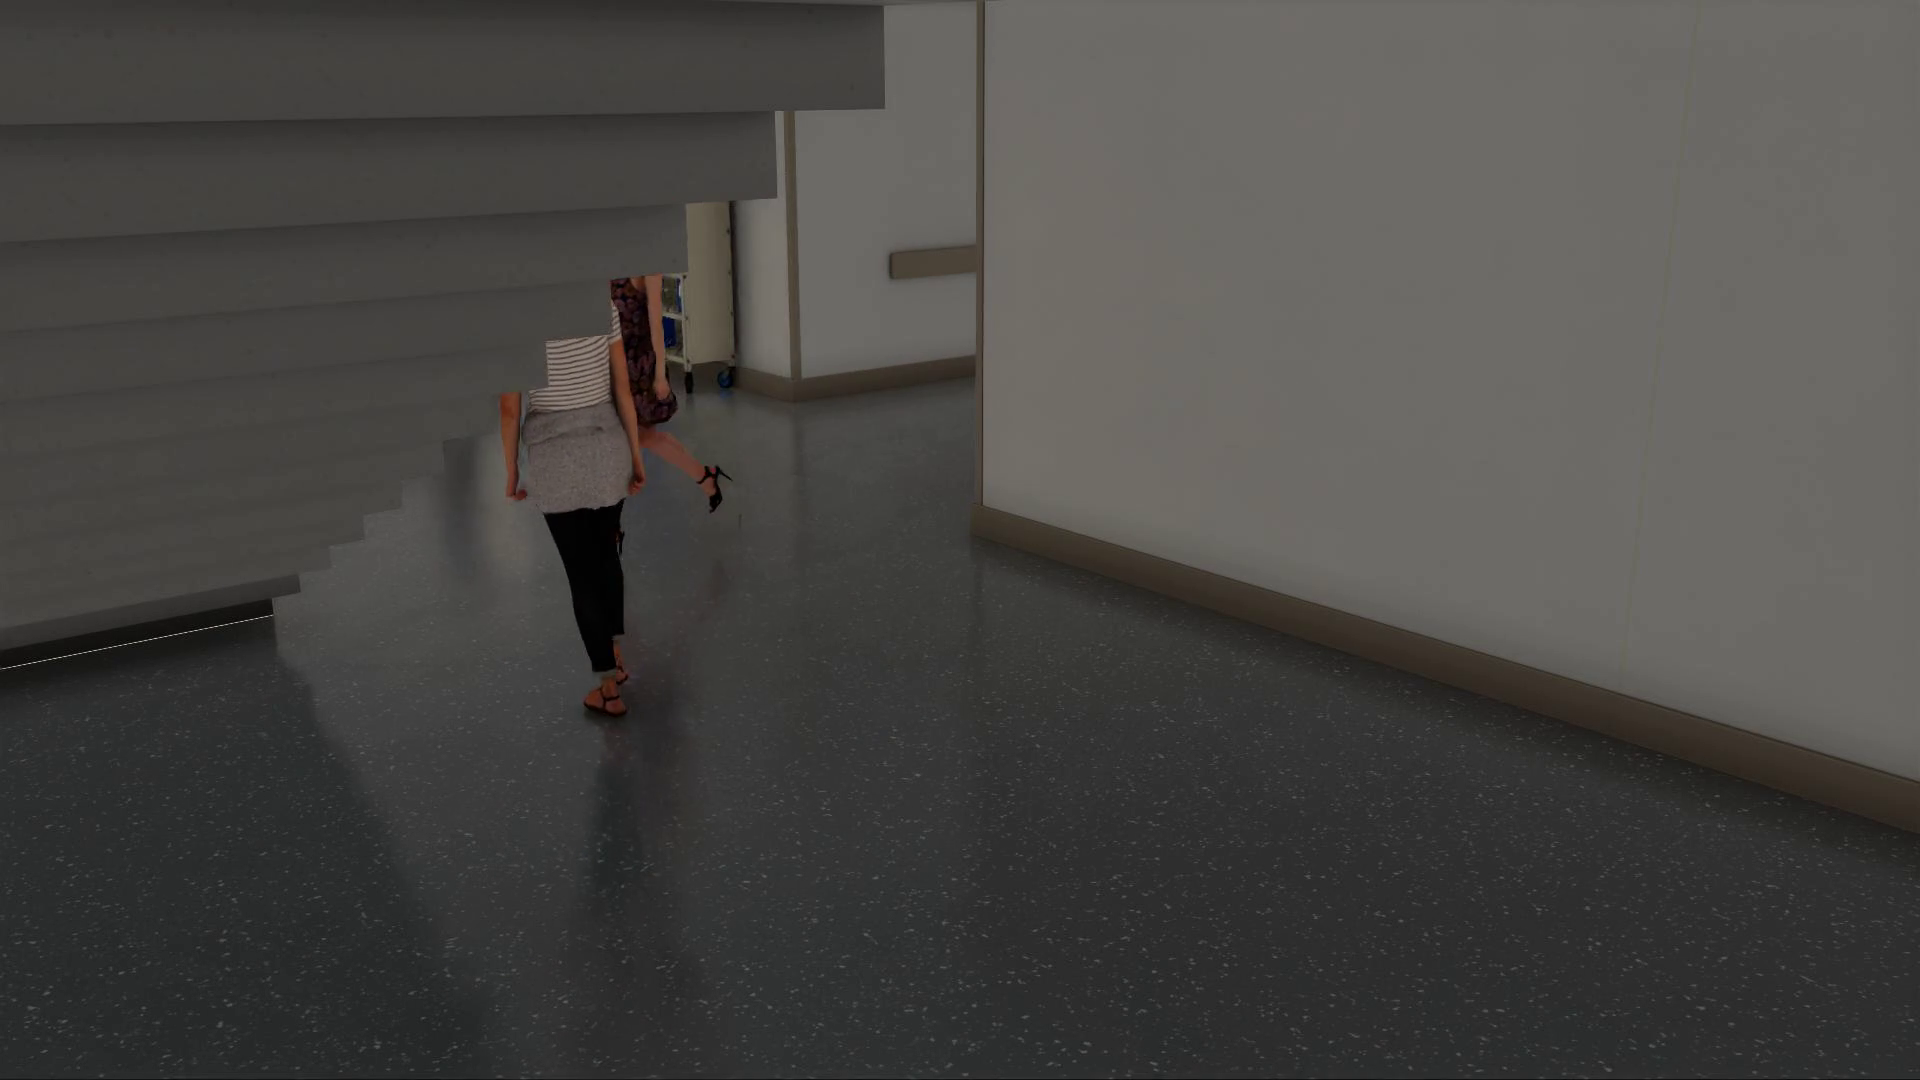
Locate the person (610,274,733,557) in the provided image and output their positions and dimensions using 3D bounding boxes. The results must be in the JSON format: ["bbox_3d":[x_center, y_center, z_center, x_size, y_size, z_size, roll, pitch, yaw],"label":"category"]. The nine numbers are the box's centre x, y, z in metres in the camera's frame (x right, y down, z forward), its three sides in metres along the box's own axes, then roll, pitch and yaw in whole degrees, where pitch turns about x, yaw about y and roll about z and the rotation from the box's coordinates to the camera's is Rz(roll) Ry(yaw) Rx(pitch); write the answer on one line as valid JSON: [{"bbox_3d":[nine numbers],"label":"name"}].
[{"bbox_3d":[-1.496,-0.790,7.947,0.721,1.750,1.034,-15,21,-42],"label":"person"}]

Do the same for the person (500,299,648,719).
[{"bbox_3d":[-1.307,-0.226,5.841,0.686,1.806,0.695,-9,18,-30],"label":"person"}]
